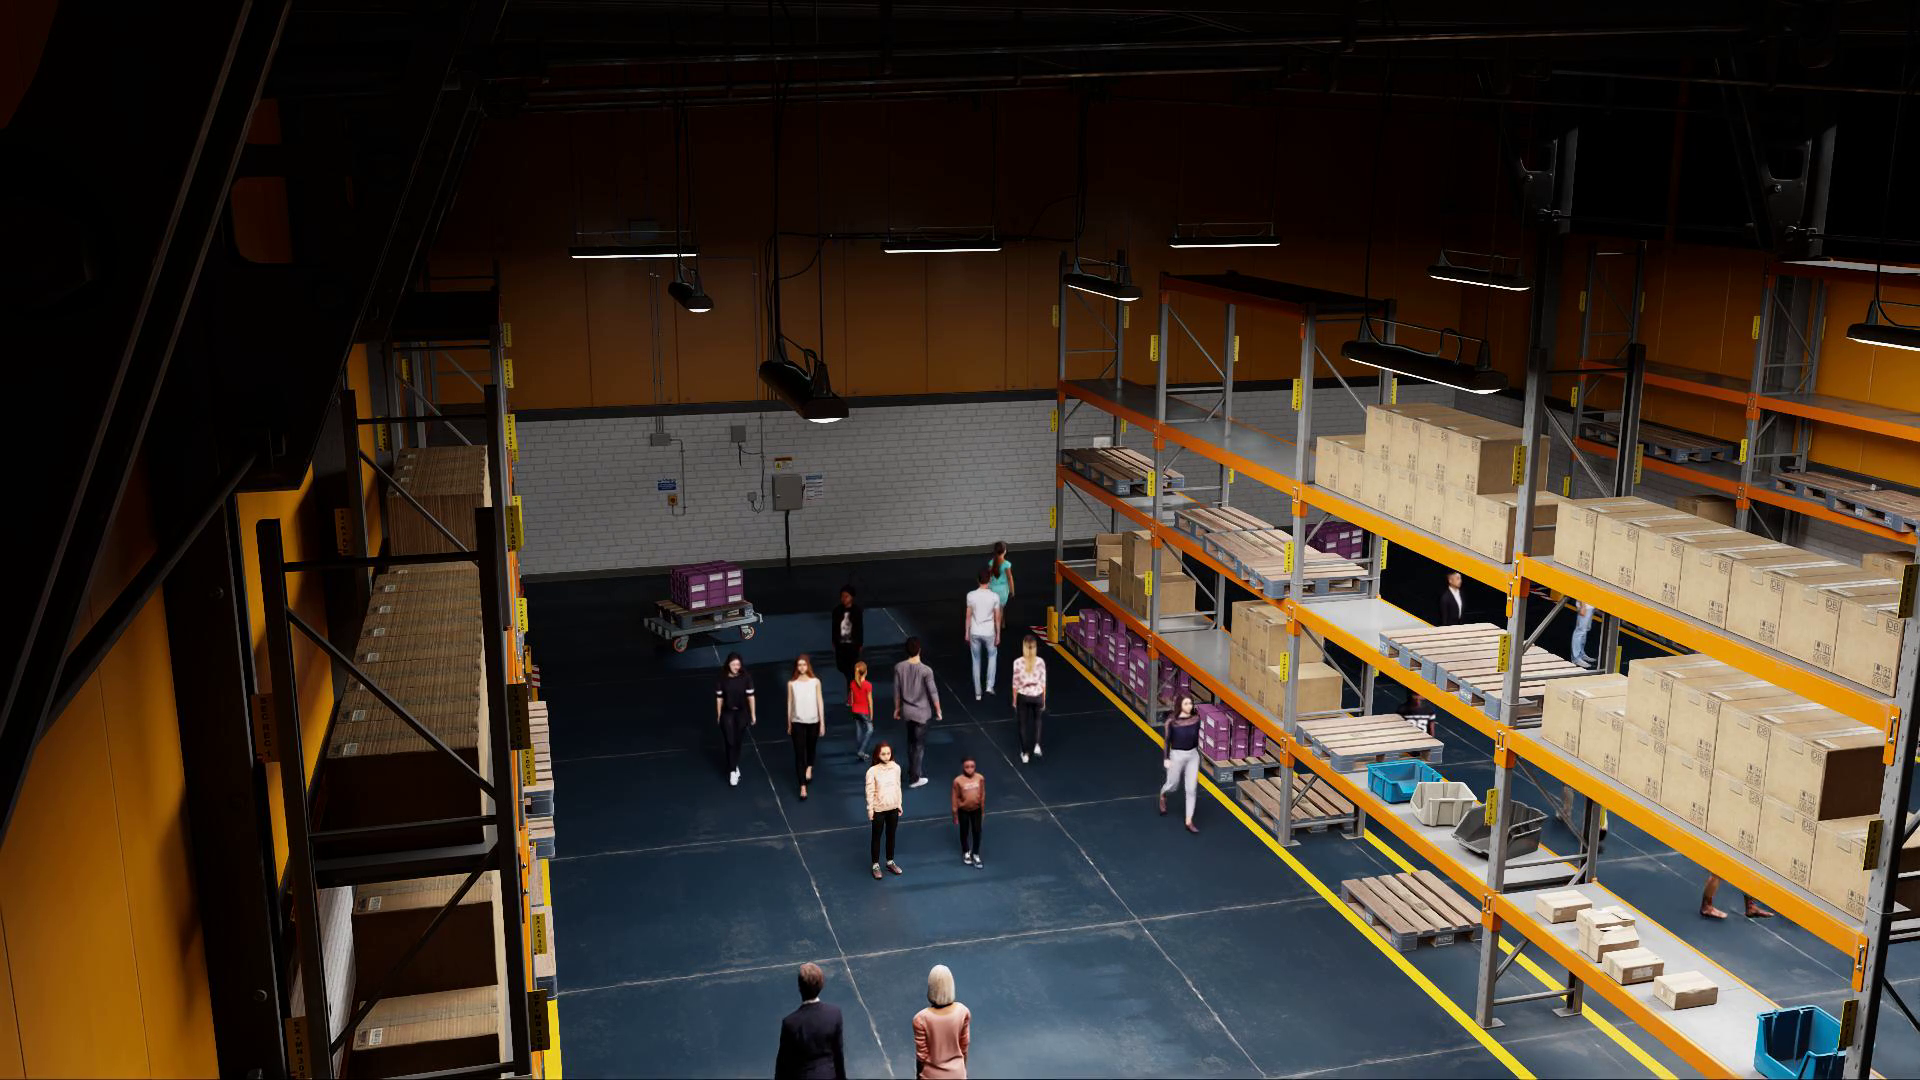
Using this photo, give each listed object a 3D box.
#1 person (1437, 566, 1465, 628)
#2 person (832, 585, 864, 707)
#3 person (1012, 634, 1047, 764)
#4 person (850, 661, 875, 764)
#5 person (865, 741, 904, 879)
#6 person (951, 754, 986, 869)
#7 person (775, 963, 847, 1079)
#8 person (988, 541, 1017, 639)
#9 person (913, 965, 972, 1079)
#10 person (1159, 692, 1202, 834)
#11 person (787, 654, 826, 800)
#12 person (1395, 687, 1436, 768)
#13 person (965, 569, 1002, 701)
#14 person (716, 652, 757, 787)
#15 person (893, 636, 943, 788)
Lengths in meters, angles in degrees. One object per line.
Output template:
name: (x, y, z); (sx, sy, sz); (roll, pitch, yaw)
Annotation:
person: (6.699, 1.271, 23.056); (0.981, 1.935, 1.120); (-12, 18, -42)
person: (-1.541, 1.425, 23.013); (0.808, 1.656, 1.017); (1, 14, 5)
person: (0.871, 2.002, 20.707); (0.620, 1.620, 0.673); (-1, 14, -3)
person: (-1.256, 2.165, 20.710); (0.633, 1.302, 0.705); (6, 15, 24)
person: (-0.795, 2.829, 17.582); (0.624, 1.484, 0.592); (-8, 16, -30)
person: (0.085, 2.873, 17.911); (0.541, 1.243, 0.595); (-3, 14, -13)
person: (-1.078, 3.985, 12.156); (0.901, 1.790, 1.205); (-8, 16, -31)
person: (0.588, 0.804, 25.827); (0.856, 1.539, 0.904); (8, 16, 31)
person: (-0.133, 3.965, 12.379); (0.617, 1.725, 0.547); (-5, 15, -20)
person: (2.488, 2.478, 18.813); (0.634, 1.587, 0.976); (-5, 14, -18)
person: (-1.847, 2.175, 19.851); (0.707, 1.687, 1.101); (-1, 14, -5)
person: (5.114, 2.414, 18.797); (0.667, 1.718, 0.651); (0, 14, -1)
person: (0.309, 1.338, 22.988); (0.748, 1.837, 0.755); (0, 14, 2)
person: (-2.742, 2.115, 20.250); (0.604, 1.615, 0.824); (-4, 14, -17)
person: (-0.572, 2.074, 19.953); (0.886, 1.836, 0.940); (8, 16, 30)
